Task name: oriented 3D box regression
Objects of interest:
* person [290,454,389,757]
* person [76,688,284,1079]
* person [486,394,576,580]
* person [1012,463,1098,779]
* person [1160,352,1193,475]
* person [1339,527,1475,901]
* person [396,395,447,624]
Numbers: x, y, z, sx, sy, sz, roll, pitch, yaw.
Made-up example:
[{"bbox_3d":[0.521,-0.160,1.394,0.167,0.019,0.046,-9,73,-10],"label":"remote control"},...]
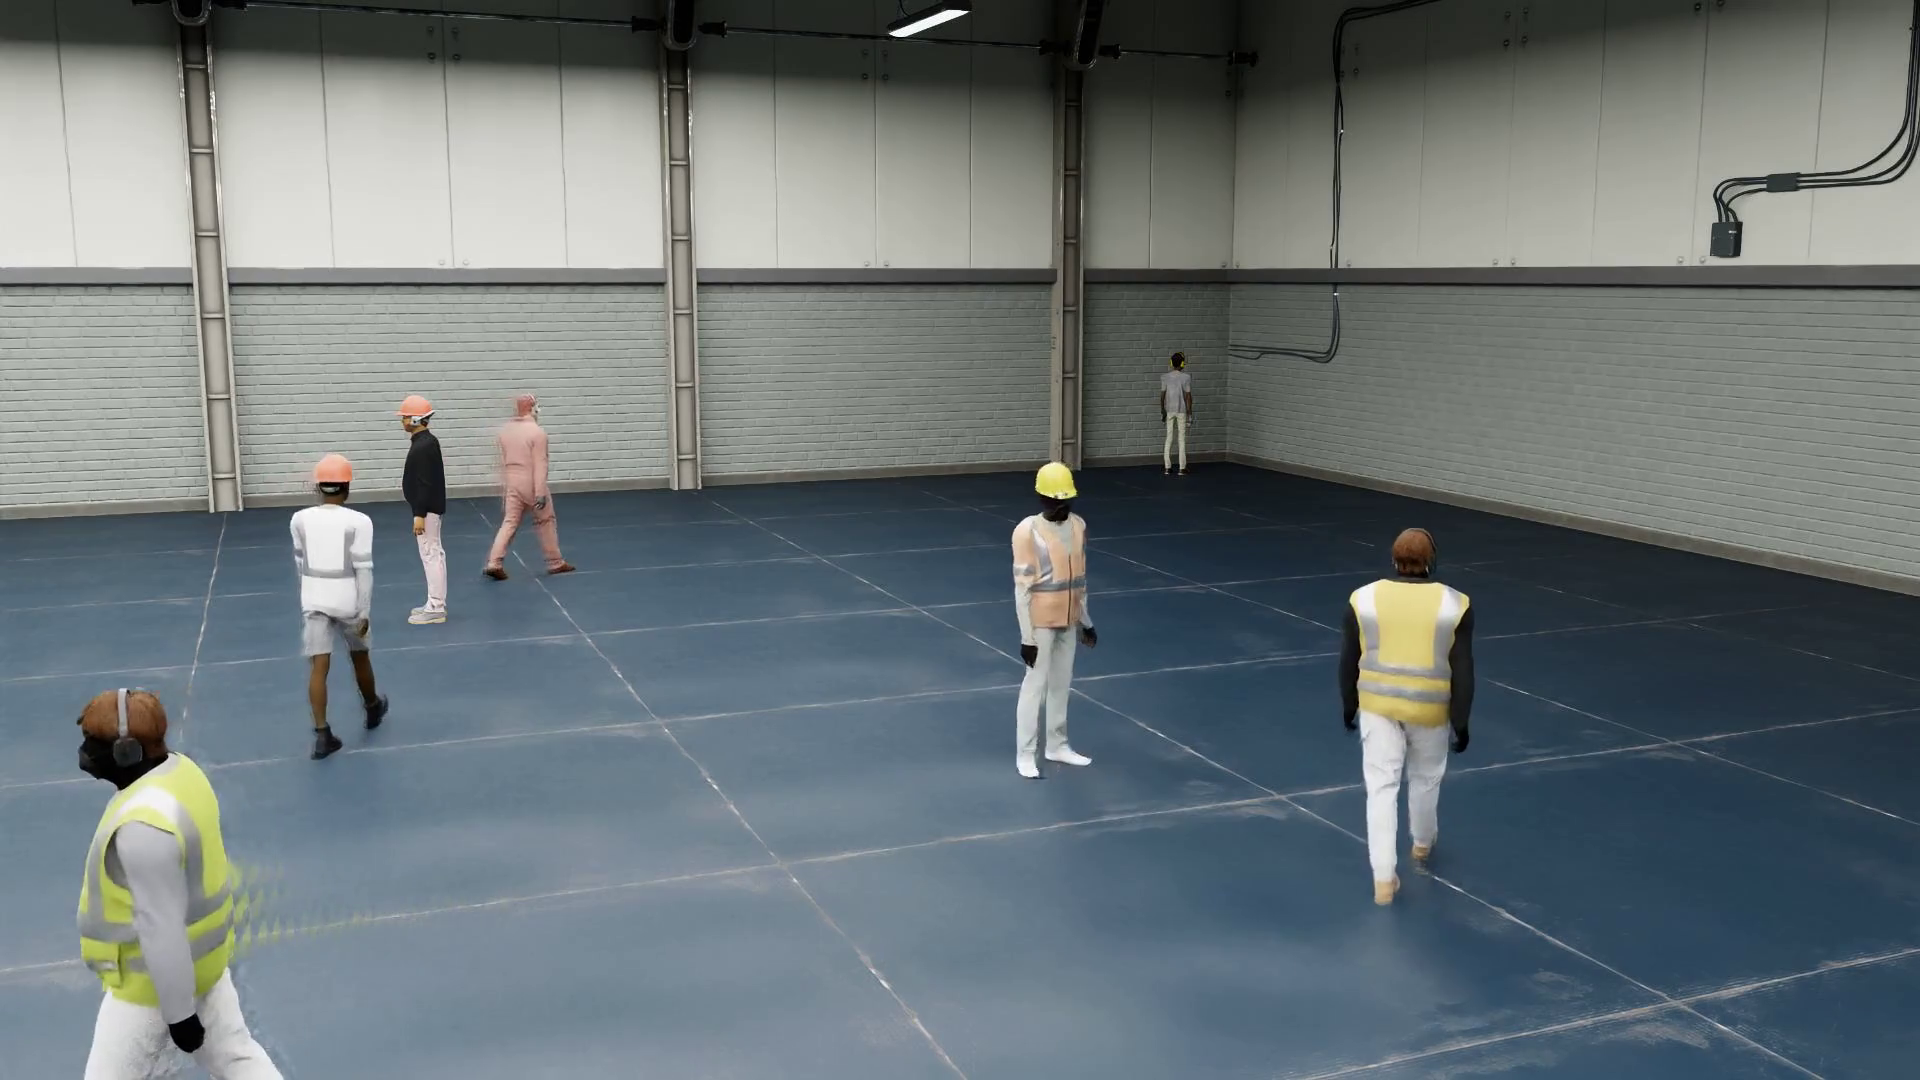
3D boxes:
[{"bbox_3d":[-4.010,0.385,10.772,0.546,1.879,1.000,0,9,-1],"label":"person"},{"bbox_3d":[-2.468,1.327,5.183,0.952,1.800,0.628,-2,9,-12],"label":"person"},{"bbox_3d":[-4.364,-0.536,16.658,0.663,1.864,0.993,6,11,34],"label":"person"},{"bbox_3d":[0.590,0.479,10.136,0.656,1.909,0.395,-9,12,-43],"label":"person"},{"bbox_3d":[3.311,-1.928,25.357,0.532,1.870,0.319,5,10,28],"label":"person"},{"bbox_3d":[2.230,0.822,8.308,0.654,1.794,0.927,3,10,19],"label":"person"},{"bbox_3d":[-4.685,-0.266,14.527,0.383,1.996,0.609,-2,9,-10],"label":"person"}]
